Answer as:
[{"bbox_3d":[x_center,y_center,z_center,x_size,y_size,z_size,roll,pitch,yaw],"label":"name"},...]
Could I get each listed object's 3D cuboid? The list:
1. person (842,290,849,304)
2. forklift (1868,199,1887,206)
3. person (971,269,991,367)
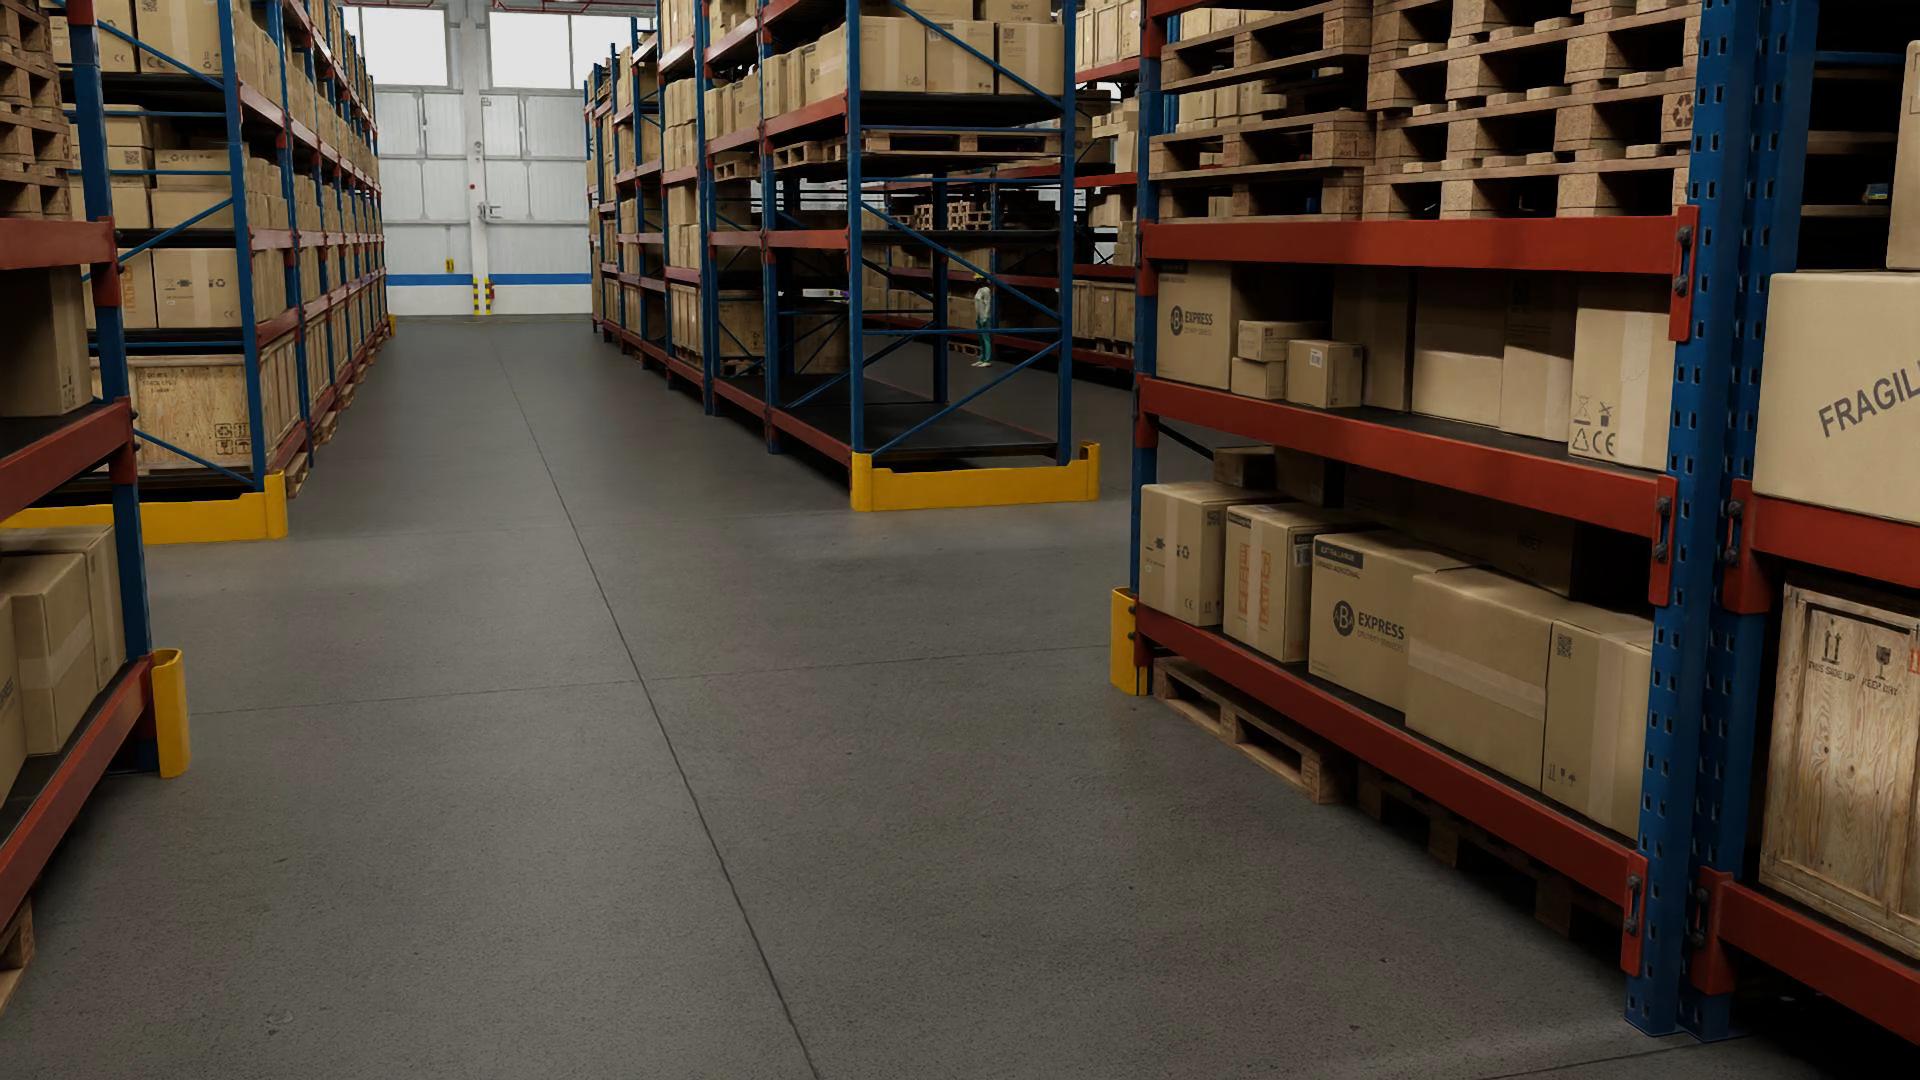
[{"bbox_3d":[-2.524,-5.460,37.578,0.353,1.942,0.545,-3,11,-17],"label":"person"},{"bbox_3d":[11.338,-2.915,21.052,1.129,2.768,1.873,-3,11,-17],"label":"forklift"},{"bbox_3d":[0.398,-4.012,30.113,0.308,1.772,0.525,-3,11,-17],"label":"person"}]
